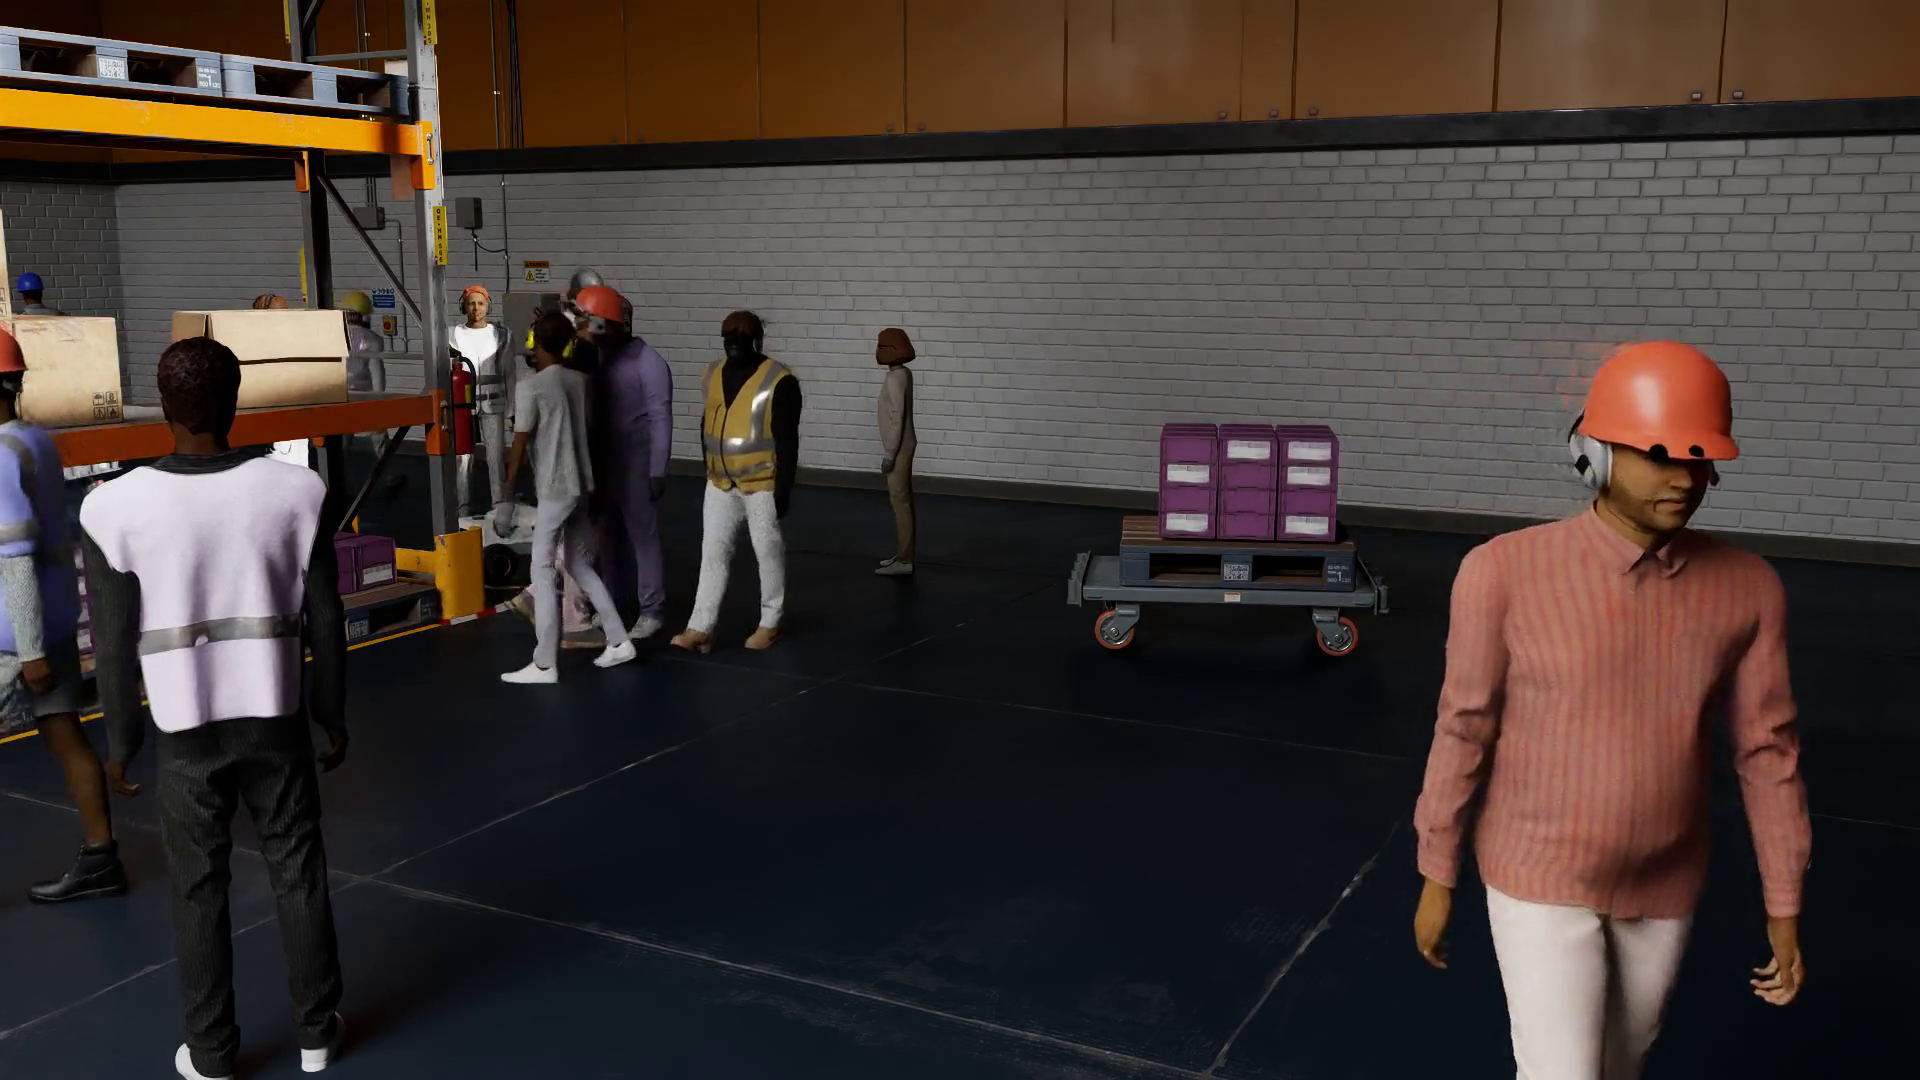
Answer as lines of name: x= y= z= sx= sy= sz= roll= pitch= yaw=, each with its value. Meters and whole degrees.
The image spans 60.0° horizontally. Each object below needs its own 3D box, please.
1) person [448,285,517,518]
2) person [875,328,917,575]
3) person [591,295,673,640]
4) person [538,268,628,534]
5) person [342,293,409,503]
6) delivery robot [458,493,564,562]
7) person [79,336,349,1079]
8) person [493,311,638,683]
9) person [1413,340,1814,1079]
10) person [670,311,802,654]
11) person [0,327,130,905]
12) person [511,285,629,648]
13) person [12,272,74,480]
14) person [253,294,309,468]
person: x=-3.638 y=-0.978 z=12.592 sx=0.574 sy=1.885 sz=0.356 roll=-4 pitch=10 yaw=-20
person: x=-0.428 y=-0.586 z=11.044 sx=0.279 sy=1.634 sz=0.499 roll=1 pitch=10 yaw=6
person: x=-1.888 y=-0.402 z=9.193 sx=0.651 sy=1.905 sz=0.403 roll=7 pitch=12 yaw=33
person: x=-2.765 y=-1.010 z=12.320 sx=0.540 sy=2.000 sz=0.708 roll=9 pitch=13 yaw=41
person: x=-5.159 y=-1.228 z=14.328 sx=0.602 sy=1.782 sz=0.927 roll=2 pitch=10 yaw=12
delivery robot: x=-2.894 y=-0.064 z=10.870 sx=0.707 sy=0.478 sz=0.477 roll=-7 pitch=12 yaw=-37
person: x=-1.847 y=0.453 z=4.203 sx=0.587 sy=1.920 sz=0.391 roll=-5 pitch=11 yaw=-28
person: x=-1.971 y=-0.201 z=8.222 sx=0.492 sy=1.849 sz=0.686 roll=4 pitch=11 yaw=24
person: x=1.193 y=0.641 z=2.947 sx=0.660 sy=1.967 sz=0.737 roll=-1 pitch=10 yaw=-5
person: x=-1.180 y=-0.281 z=8.731 sx=0.658 sy=1.816 sz=0.759 roll=5 pitch=11 yaw=27
person: x=-3.137 y=0.264 z=5.305 sx=0.808 sy=1.910 sz=0.557 roll=-2 pitch=10 yaw=-9
person: x=-2.025 y=-0.369 z=8.849 sx=0.572 sy=1.954 sz=0.652 roll=-5 pitch=11 yaw=-25
person: x=-8.494 y=-1.492 z=15.387 sx=0.396 sy=1.943 sz=0.614 roll=5 pitch=11 yaw=25
person: x=-4.722 y=-0.777 z=11.548 sx=0.430 sy=1.845 sz=0.619 roll=0 pitch=10 yaw=-3
